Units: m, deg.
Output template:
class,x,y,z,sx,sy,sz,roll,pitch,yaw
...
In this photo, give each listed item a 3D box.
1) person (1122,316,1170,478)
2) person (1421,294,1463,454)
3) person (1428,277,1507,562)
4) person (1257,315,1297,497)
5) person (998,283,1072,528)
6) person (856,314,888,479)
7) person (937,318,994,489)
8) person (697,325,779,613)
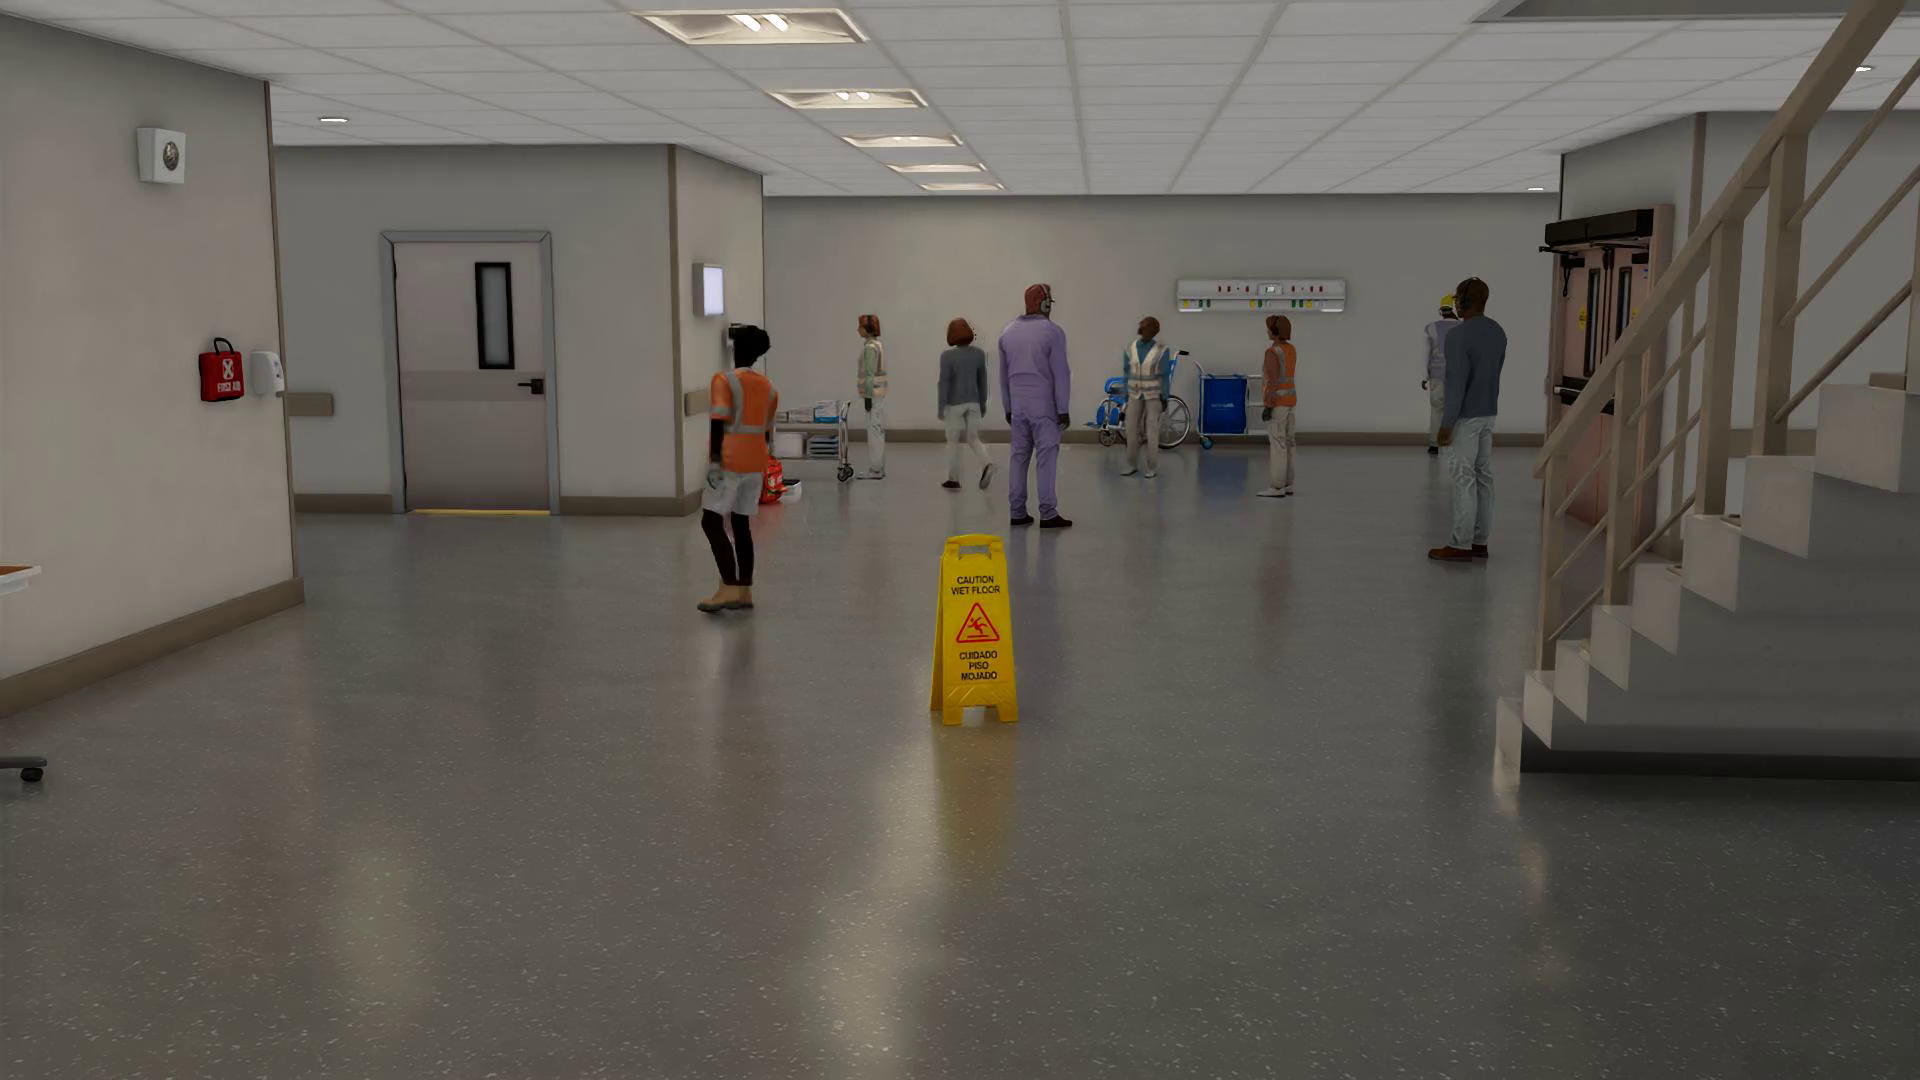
class,x,y,z,sx,sy,sz,roll,pitch,yaw
person,1.853,-1.405,16.459,0.534,1.606,0.454,4,9,28
person,5.563,-1.883,18.982,0.591,1.829,0.404,2,9,14
person,3.468,-0.816,11.362,0.372,1.940,0.631,8,12,44
person,2.873,-1.203,14.992,0.314,1.641,0.515,6,10,34
person,0.613,-1.047,13.034,0.649,1.907,0.409,7,11,40
person,-0.869,-1.411,16.446,0.313,1.632,0.518,0,8,2
person,0.068,-1.251,15.432,0.545,1.609,0.639,-5,10,-31
person,-1.284,-0.415,9.622,0.343,1.646,0.641,5,10,32
